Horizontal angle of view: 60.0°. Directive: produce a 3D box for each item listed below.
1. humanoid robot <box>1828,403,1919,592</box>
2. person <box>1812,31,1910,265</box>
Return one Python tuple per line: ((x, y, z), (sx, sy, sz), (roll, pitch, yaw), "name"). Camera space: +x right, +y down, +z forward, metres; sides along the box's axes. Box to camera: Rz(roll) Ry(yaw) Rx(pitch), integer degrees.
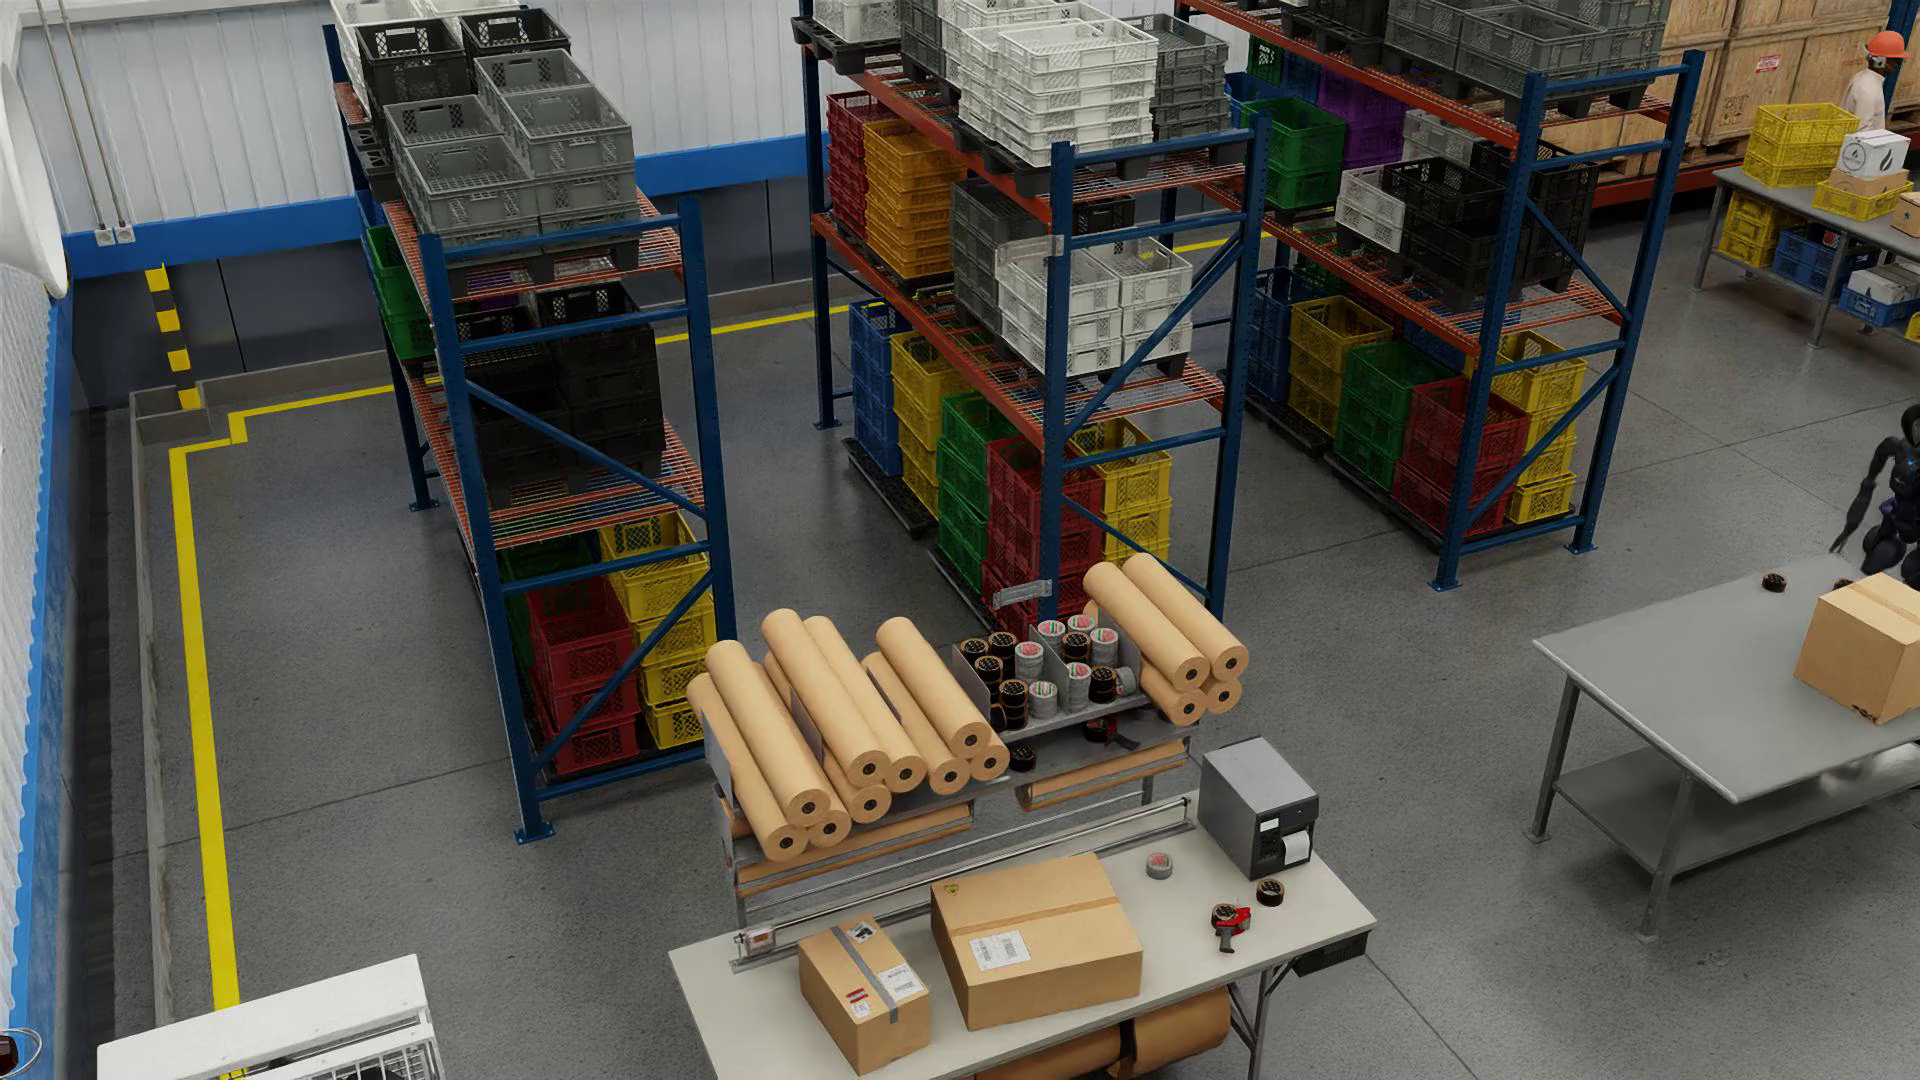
((4.884, 0.011, 8.630), (0.448, 1.629, 0.576), (-15, 35, -23), "humanoid robot")
((7.143, -3.065, 13.304), (0.380, 1.994, 0.610), (10, 33, 16), "person")
